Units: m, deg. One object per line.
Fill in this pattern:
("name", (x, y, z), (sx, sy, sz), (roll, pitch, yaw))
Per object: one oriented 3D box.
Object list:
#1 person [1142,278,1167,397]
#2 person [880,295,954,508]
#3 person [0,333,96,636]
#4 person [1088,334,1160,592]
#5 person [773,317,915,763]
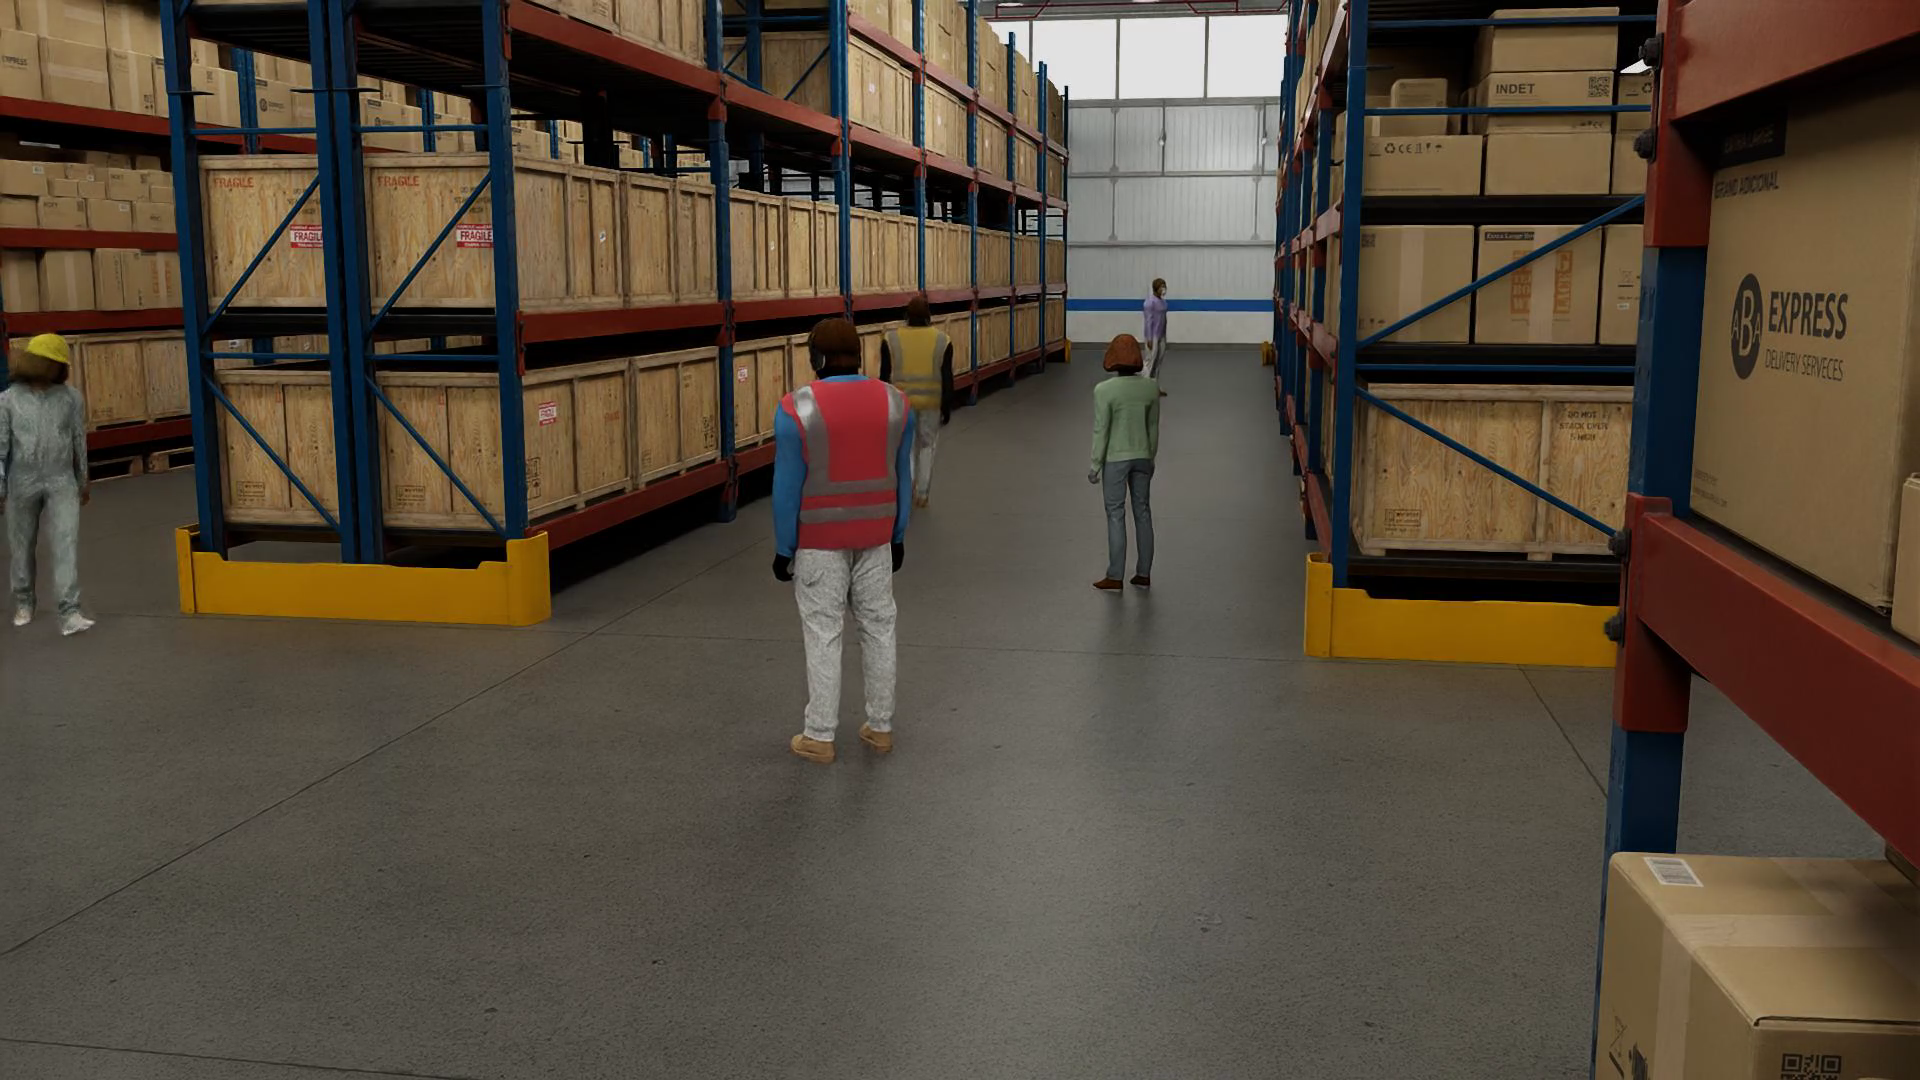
("person", (3.159, -3.260, 26.873), (0.369, 1.930, 0.627), (6, 11, 32))
("person", (-0.362, -1.162, 14.153), (0.643, 1.823, 0.491), (-1, 9, -5))
("person", (-5.151, -0.312, 9.332), (0.531, 1.673, 0.914), (-8, 12, -40))
("person", (1.040, -0.485, 10.551), (0.498, 1.634, 0.279), (-5, 11, -29))
("person", (-0.498, 0.003, 6.901), (0.623, 1.839, 0.429), (-5, 10, -29))
